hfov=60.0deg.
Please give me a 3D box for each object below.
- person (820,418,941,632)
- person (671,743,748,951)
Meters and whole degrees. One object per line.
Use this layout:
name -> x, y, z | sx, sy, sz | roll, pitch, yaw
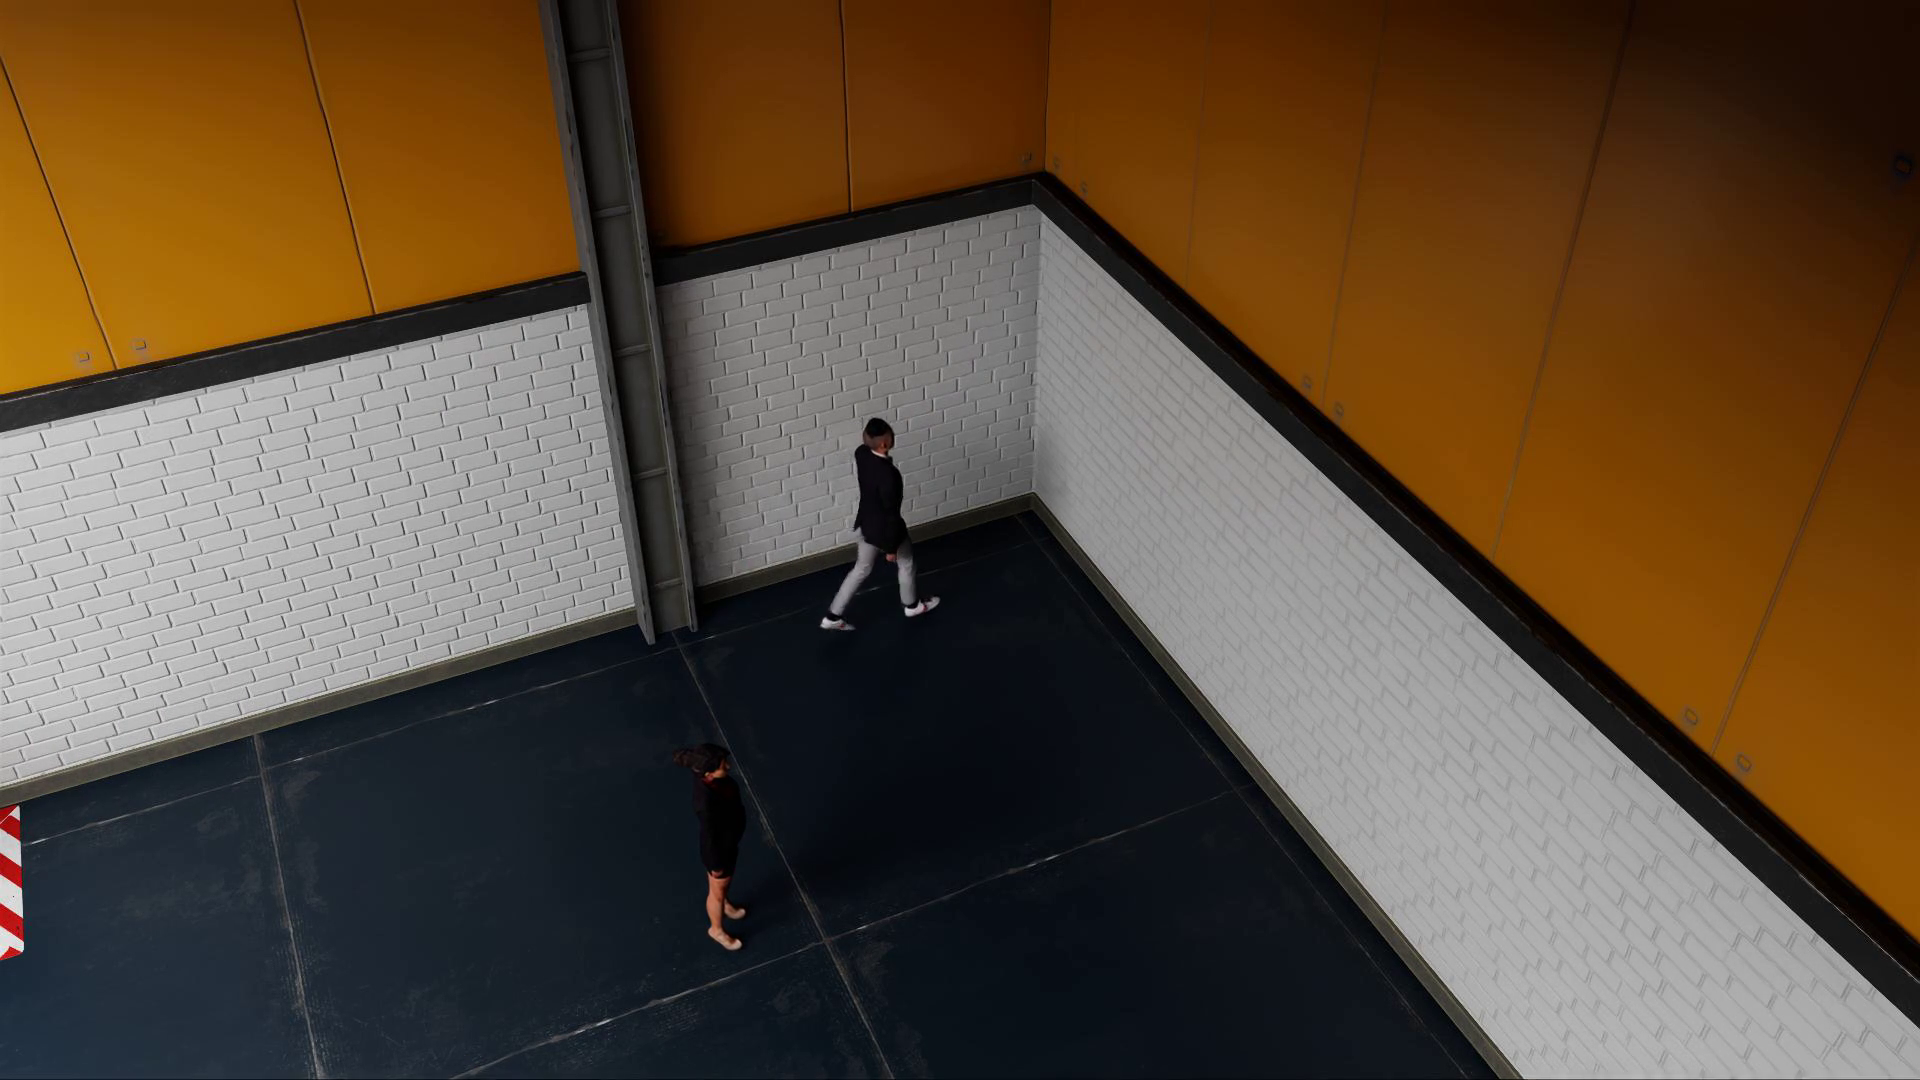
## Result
person -> -0.659, -0.082, 12.037 | 1.225, 1.910, 0.781 | -21, 43, -24
person -> -1.438, 1.807, 9.892 | 0.692, 1.637, 0.642 | -4, 39, -4
